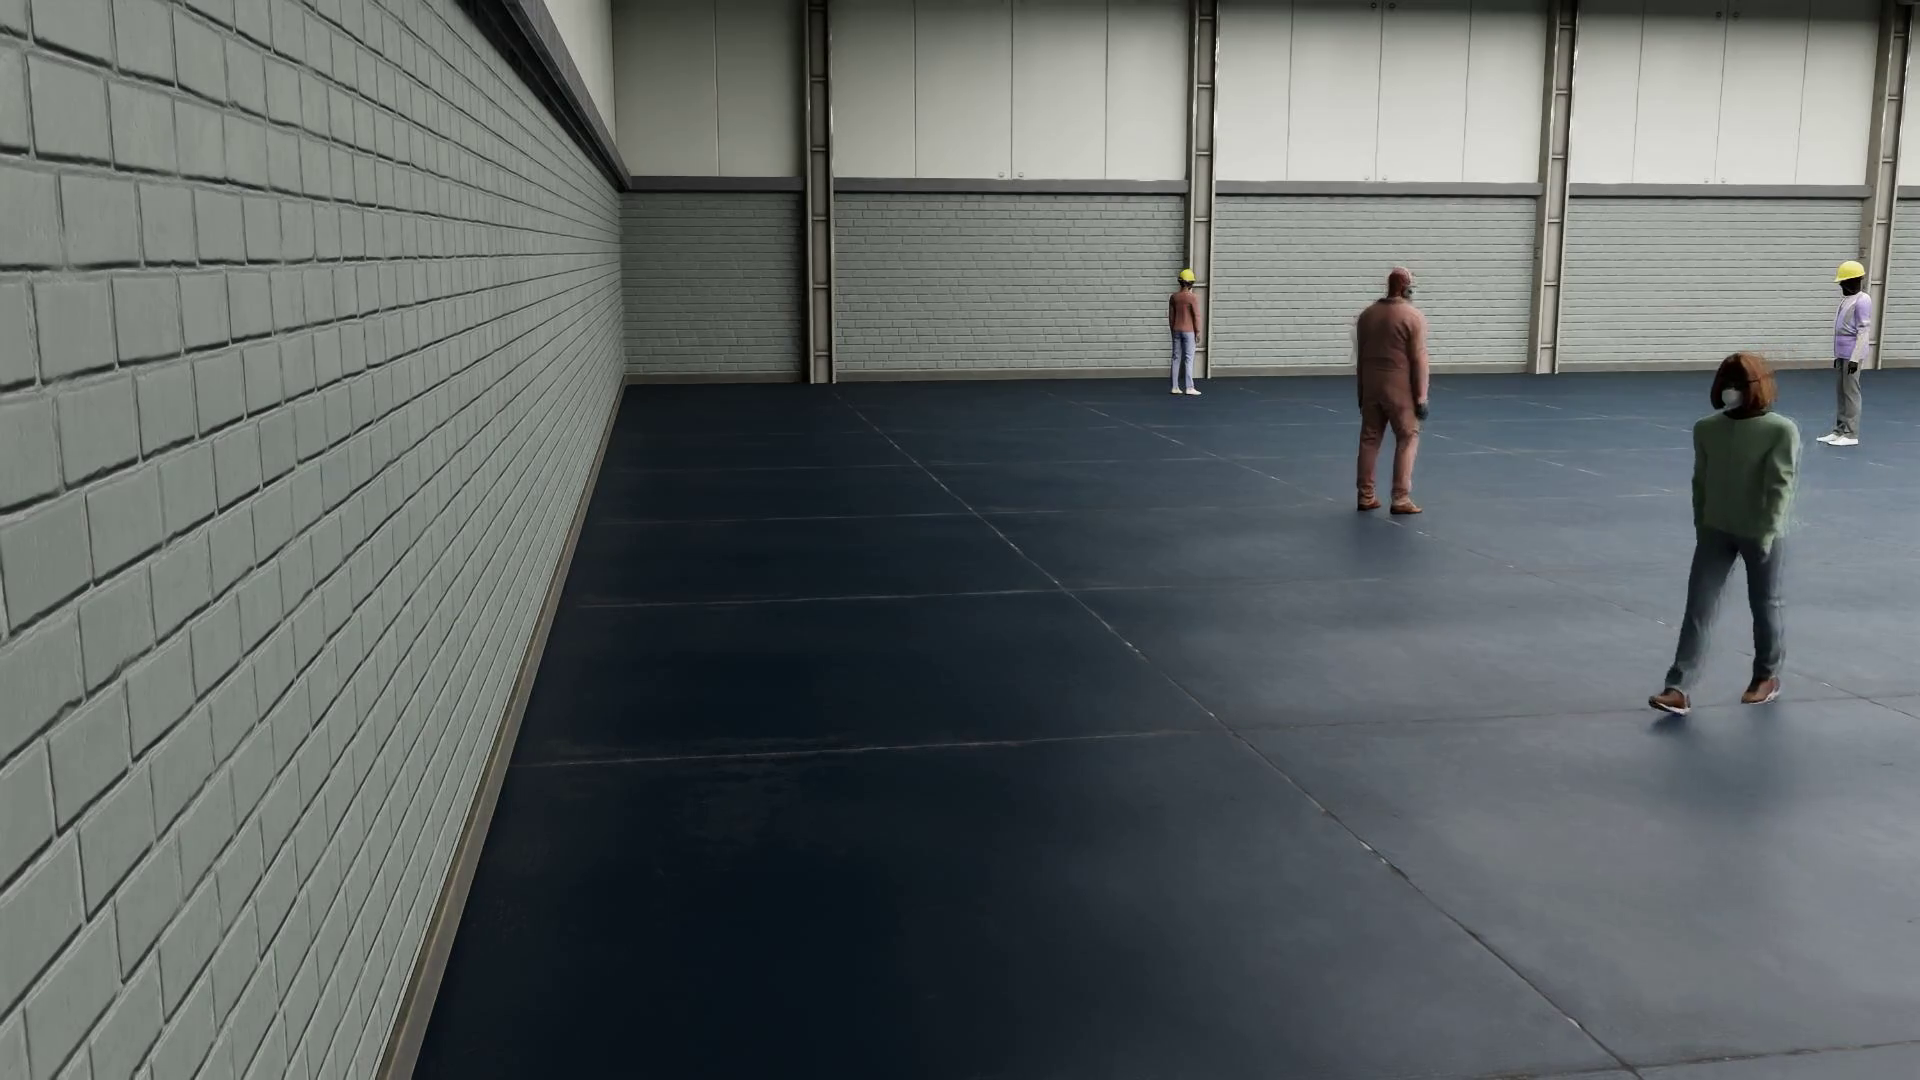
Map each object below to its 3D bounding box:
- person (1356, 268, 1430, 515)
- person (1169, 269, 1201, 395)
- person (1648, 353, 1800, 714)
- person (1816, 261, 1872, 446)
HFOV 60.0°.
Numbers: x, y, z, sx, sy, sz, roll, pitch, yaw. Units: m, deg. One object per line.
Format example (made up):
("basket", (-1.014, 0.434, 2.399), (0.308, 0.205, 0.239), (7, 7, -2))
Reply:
("person", (3.345, -1.142, 12.860), (0.416, 1.890, 0.640), (-7, 12, -34))
("person", (3.182, -2.927, 23.489), (0.308, 1.769, 0.525), (-10, 14, -44))
("person", (3.378, -0.020, 7.265), (0.872, 1.583, 0.499), (-8, 13, -38))
("person", (9.267, -1.940, 17.367), (0.375, 1.919, 0.584), (2, 10, 10))
